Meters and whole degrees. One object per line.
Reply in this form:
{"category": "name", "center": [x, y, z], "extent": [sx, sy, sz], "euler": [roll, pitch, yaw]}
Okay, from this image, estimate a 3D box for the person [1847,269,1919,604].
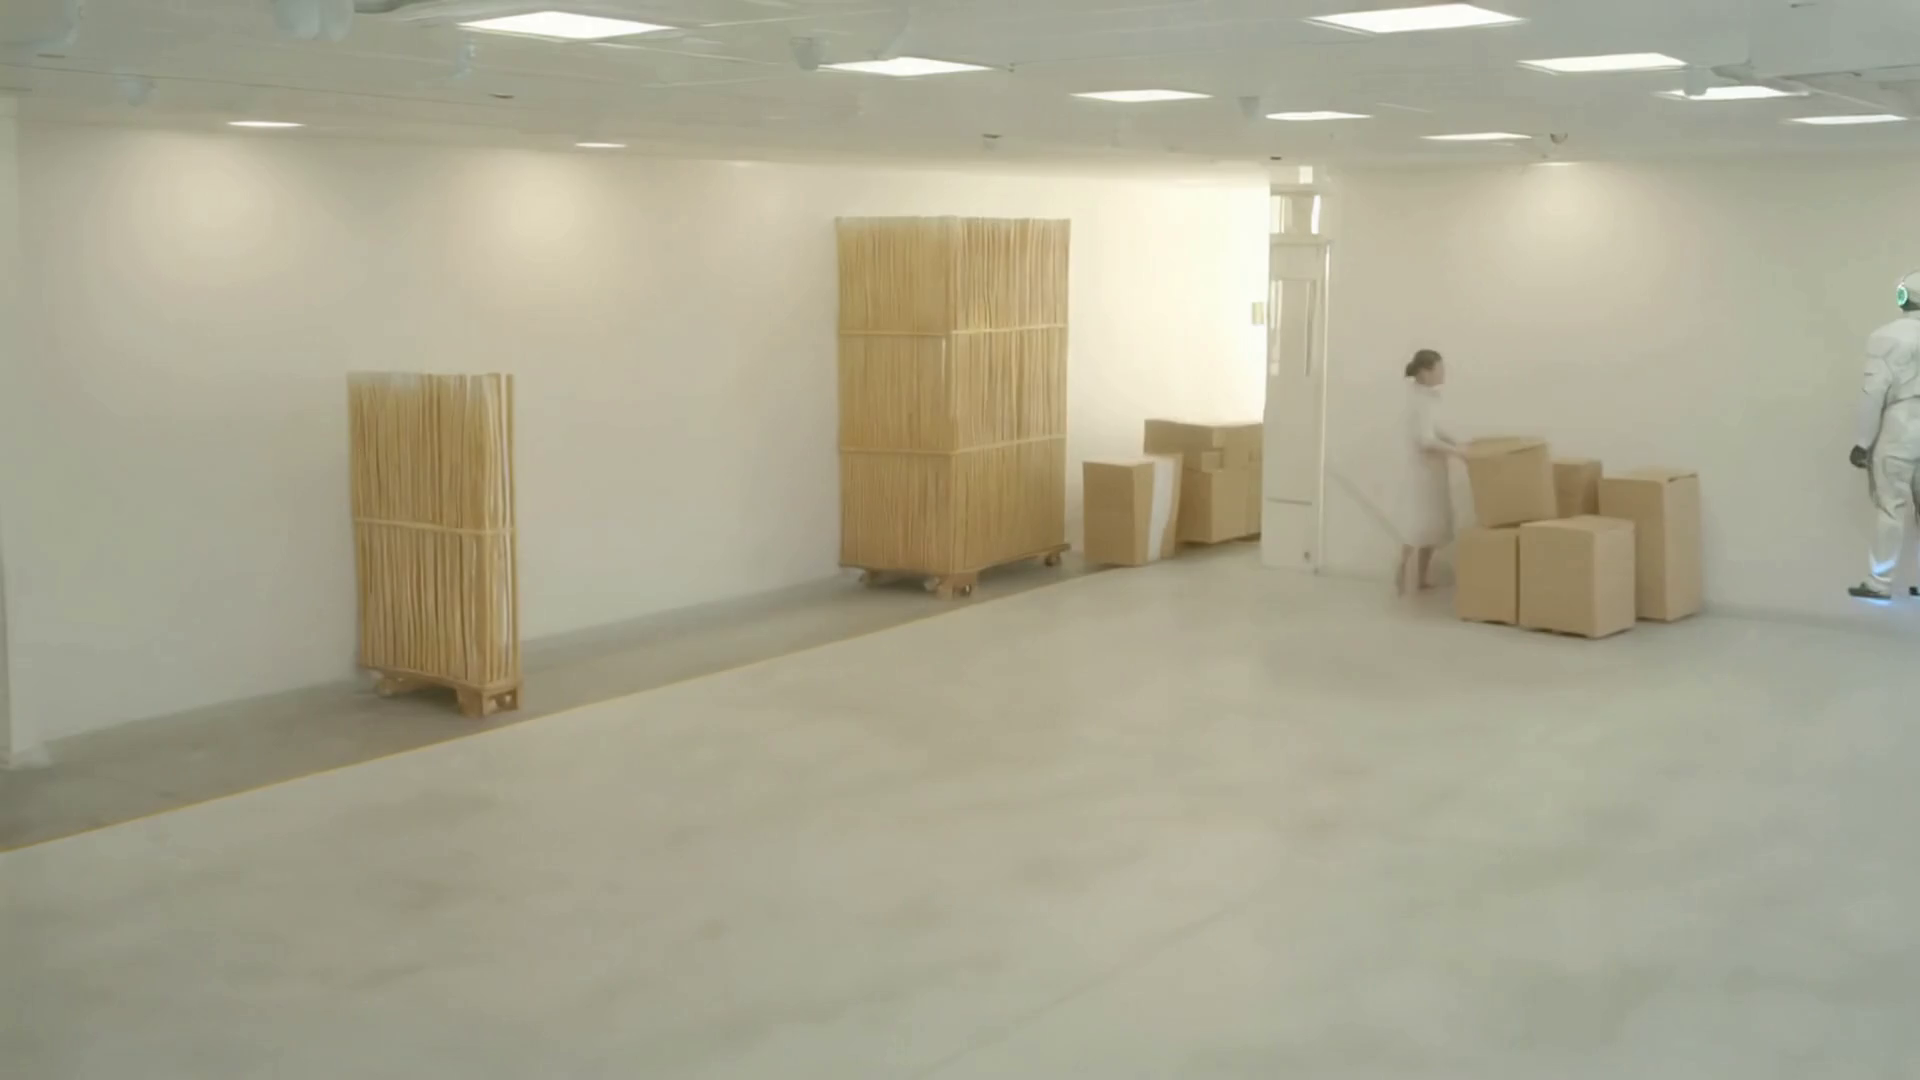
{"category": "person", "center": [5.387, -0.580, 9.455], "extent": [0.639, 1.902, 0.406], "euler": [0, 10, -1]}
